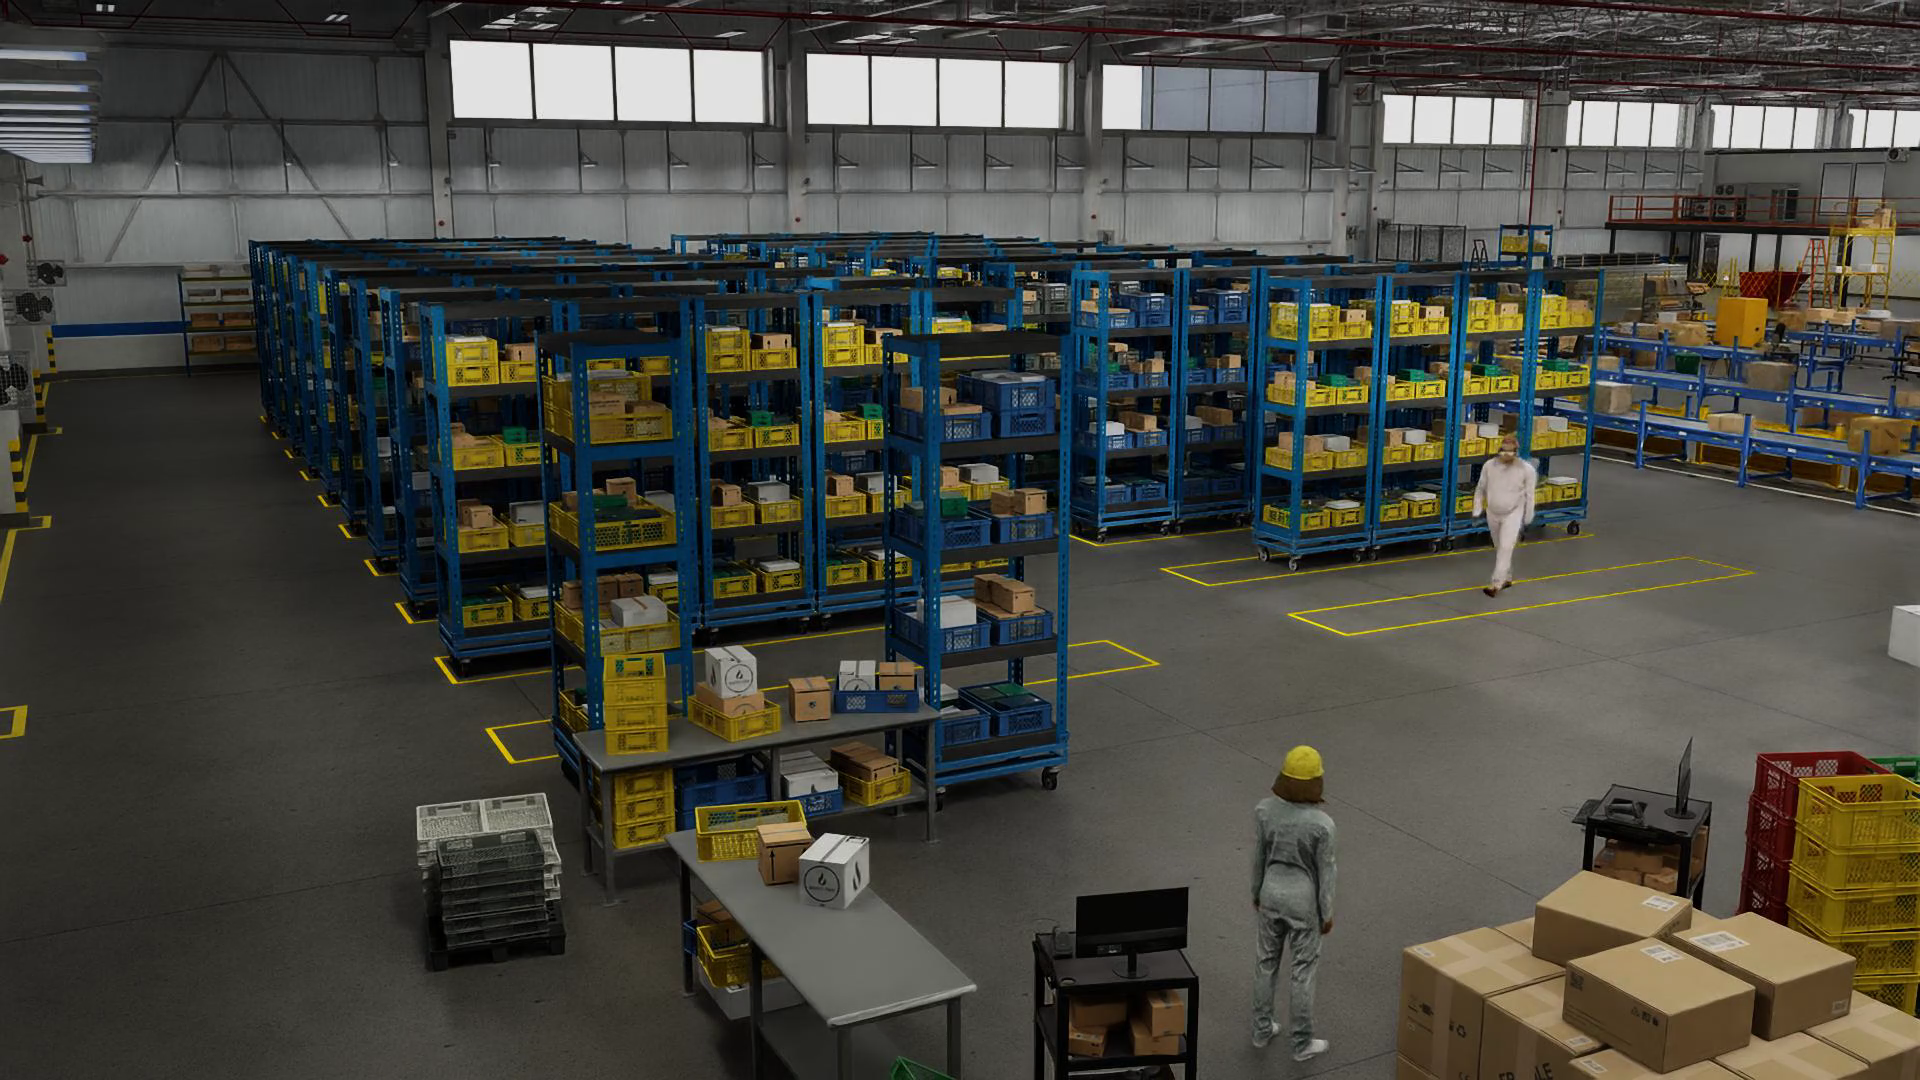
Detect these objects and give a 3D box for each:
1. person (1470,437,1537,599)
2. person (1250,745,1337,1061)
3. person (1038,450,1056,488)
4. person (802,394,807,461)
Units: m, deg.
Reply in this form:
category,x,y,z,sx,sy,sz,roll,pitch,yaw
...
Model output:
category,x,y,z,sx,sy,sz,roll,pitch,yaw
person,6.253,-0.268,19.207,0.635,1.843,1.024,11,16,42
person,1.816,1.954,9.049,0.492,1.742,0.319,9,15,37
person,1.105,-1.734,25.821,1.009,1.936,0.647,-7,14,-30
person,-2.449,-2.217,28.385,0.563,1.811,0.842,-5,13,-23
